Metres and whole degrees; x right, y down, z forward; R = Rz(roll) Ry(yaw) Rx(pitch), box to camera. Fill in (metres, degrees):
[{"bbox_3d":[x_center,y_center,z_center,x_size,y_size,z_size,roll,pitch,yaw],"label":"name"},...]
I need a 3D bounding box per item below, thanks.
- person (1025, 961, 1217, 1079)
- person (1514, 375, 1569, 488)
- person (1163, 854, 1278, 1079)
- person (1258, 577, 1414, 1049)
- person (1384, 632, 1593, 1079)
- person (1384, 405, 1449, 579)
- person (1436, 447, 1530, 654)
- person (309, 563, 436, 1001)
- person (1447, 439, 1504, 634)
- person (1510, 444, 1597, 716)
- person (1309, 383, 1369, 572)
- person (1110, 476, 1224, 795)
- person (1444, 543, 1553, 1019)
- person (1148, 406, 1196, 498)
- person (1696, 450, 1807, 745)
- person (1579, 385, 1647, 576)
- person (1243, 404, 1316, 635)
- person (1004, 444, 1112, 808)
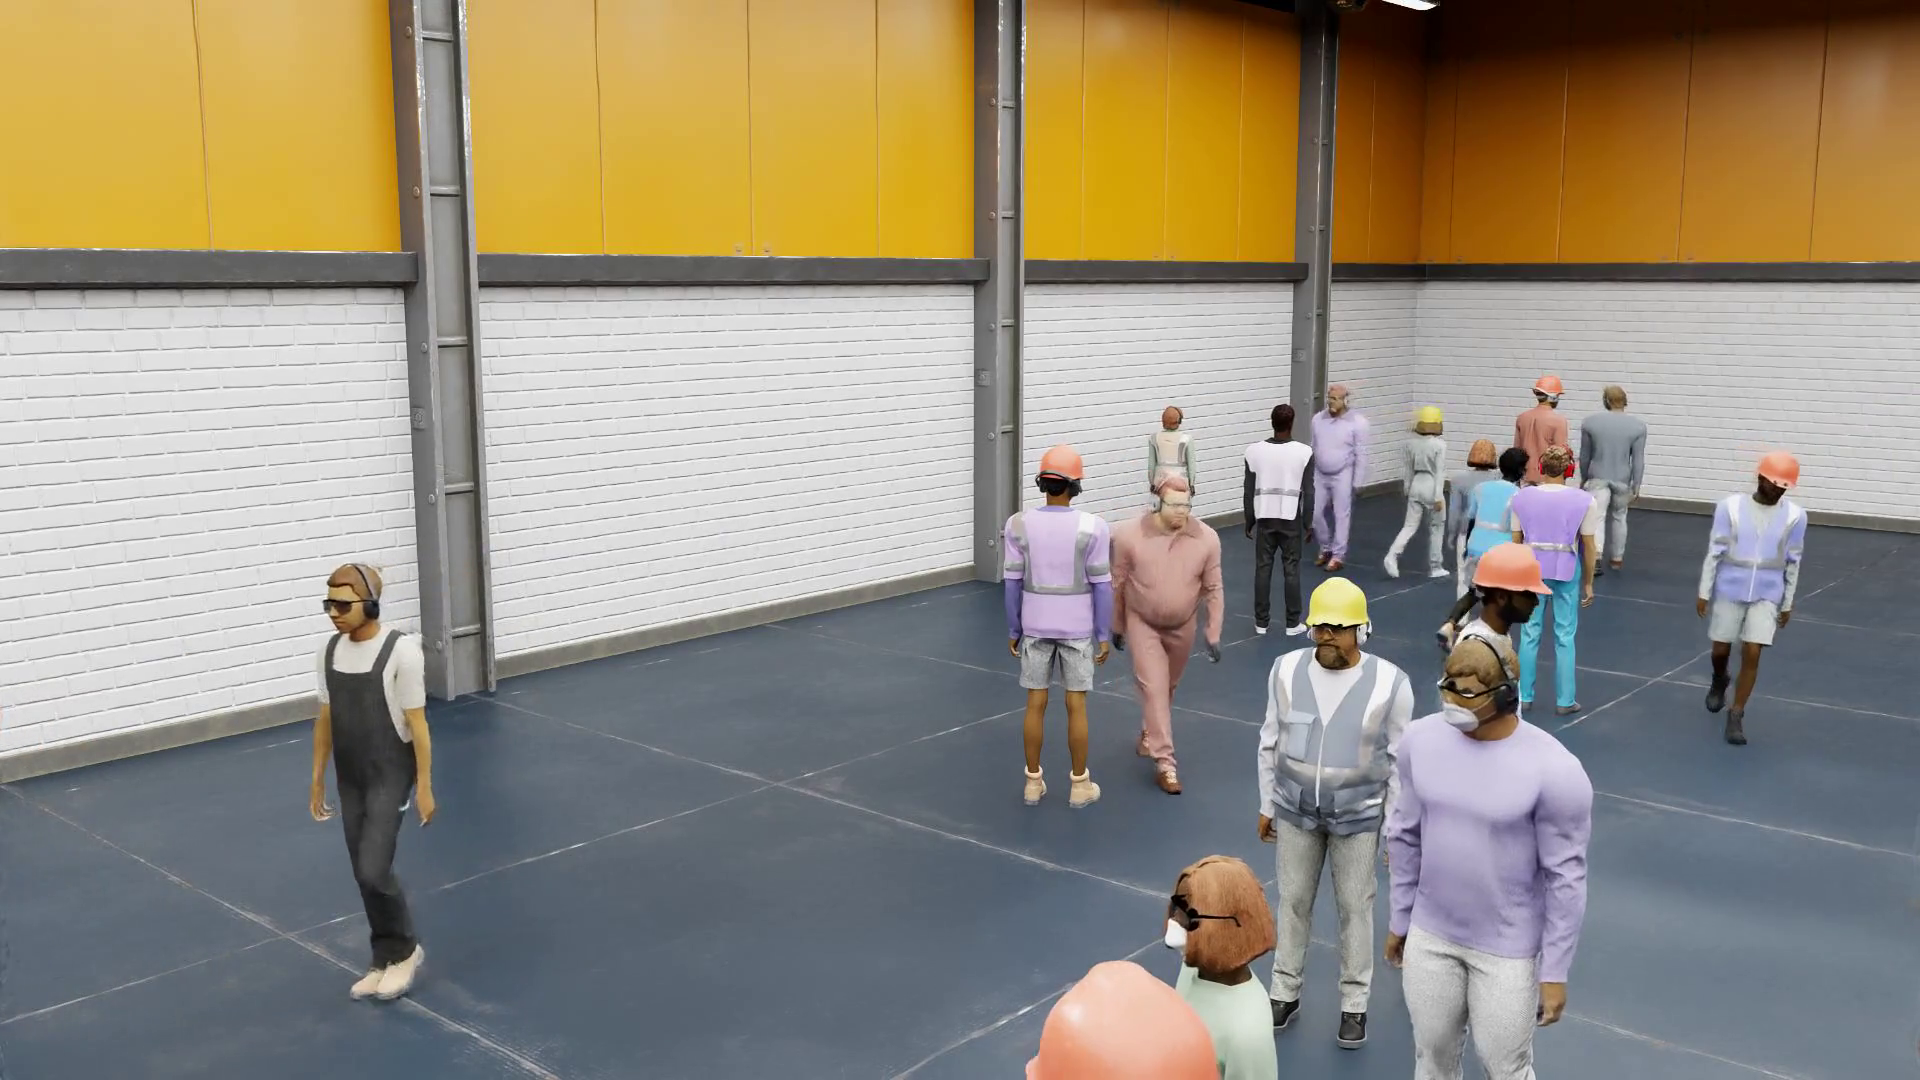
[{"bbox_3d":[0.221,1.589,2.372,0.613,2.043,0.374,-5,10,-29],"label":"person"},{"bbox_3d":[5.762,-0.629,16.458,0.395,1.990,0.622,-5,11,-30],"label":"person"},{"bbox_3d":[0.594,1.538,3.967,0.280,1.636,0.501,-2,9,-10],"label":"person"},{"bbox_3d":[1.429,1.045,6.442,0.586,1.835,0.403,4,10,25],"label":"person"},{"bbox_3d":[1.565,1.220,5.038,0.379,1.933,0.629,-8,12,-41],"label":"person"},{"bbox_3d":[4.507,-0.459,16.265,0.774,1.719,0.492,-7,11,-36],"label":"person"},{"bbox_3d":[4.052,0.122,12.752,0.651,1.666,0.562,-7,12,-38],"label":"person"},{"bbox_3d":[-2.416,0.995,6.771,0.536,1.825,0.429,4,10,24],"label":"person"},{"bbox_3d":[4.293,-0.021,13.765,0.508,1.632,0.270,2,9,12],"label":"person"},{"bbox_3d":[3.992,0.273,11.252,0.567,1.846,0.389,5,10,28],"label":"person"},{"bbox_3d":[3.755,-0.624,16.716,0.669,1.894,0.432,8,12,41],"label":"person"},{"bbox_3d":[1.218,0.497,9.939,0.647,1.832,1.045,-1,9,-7],"label":"person"},{"bbox_3d":[2.182,0.959,6.713,0.658,1.913,0.547,3,9,18],"label":"person"},{"bbox_3d":[2.176,-0.557,17.099,0.514,1.645,0.308,4,10,25],"label":"person"},{"bbox_3d":[5.085,0.333,10.744,0.620,1.888,0.719,4,10,21],"label":"person"},{"bbox_3d":[6.488,-0.595,16.576,0.618,1.902,0.923,3,10,18],"label":"person"},{"bbox_3d":[2.636,-0.165,13.776,0.590,1.919,0.394,4,10,22],"label":"person"},{"bbox_3d":[0.551,0.484,9.310,0.607,2.044,0.378,3,9,16],"label":"person"}]
